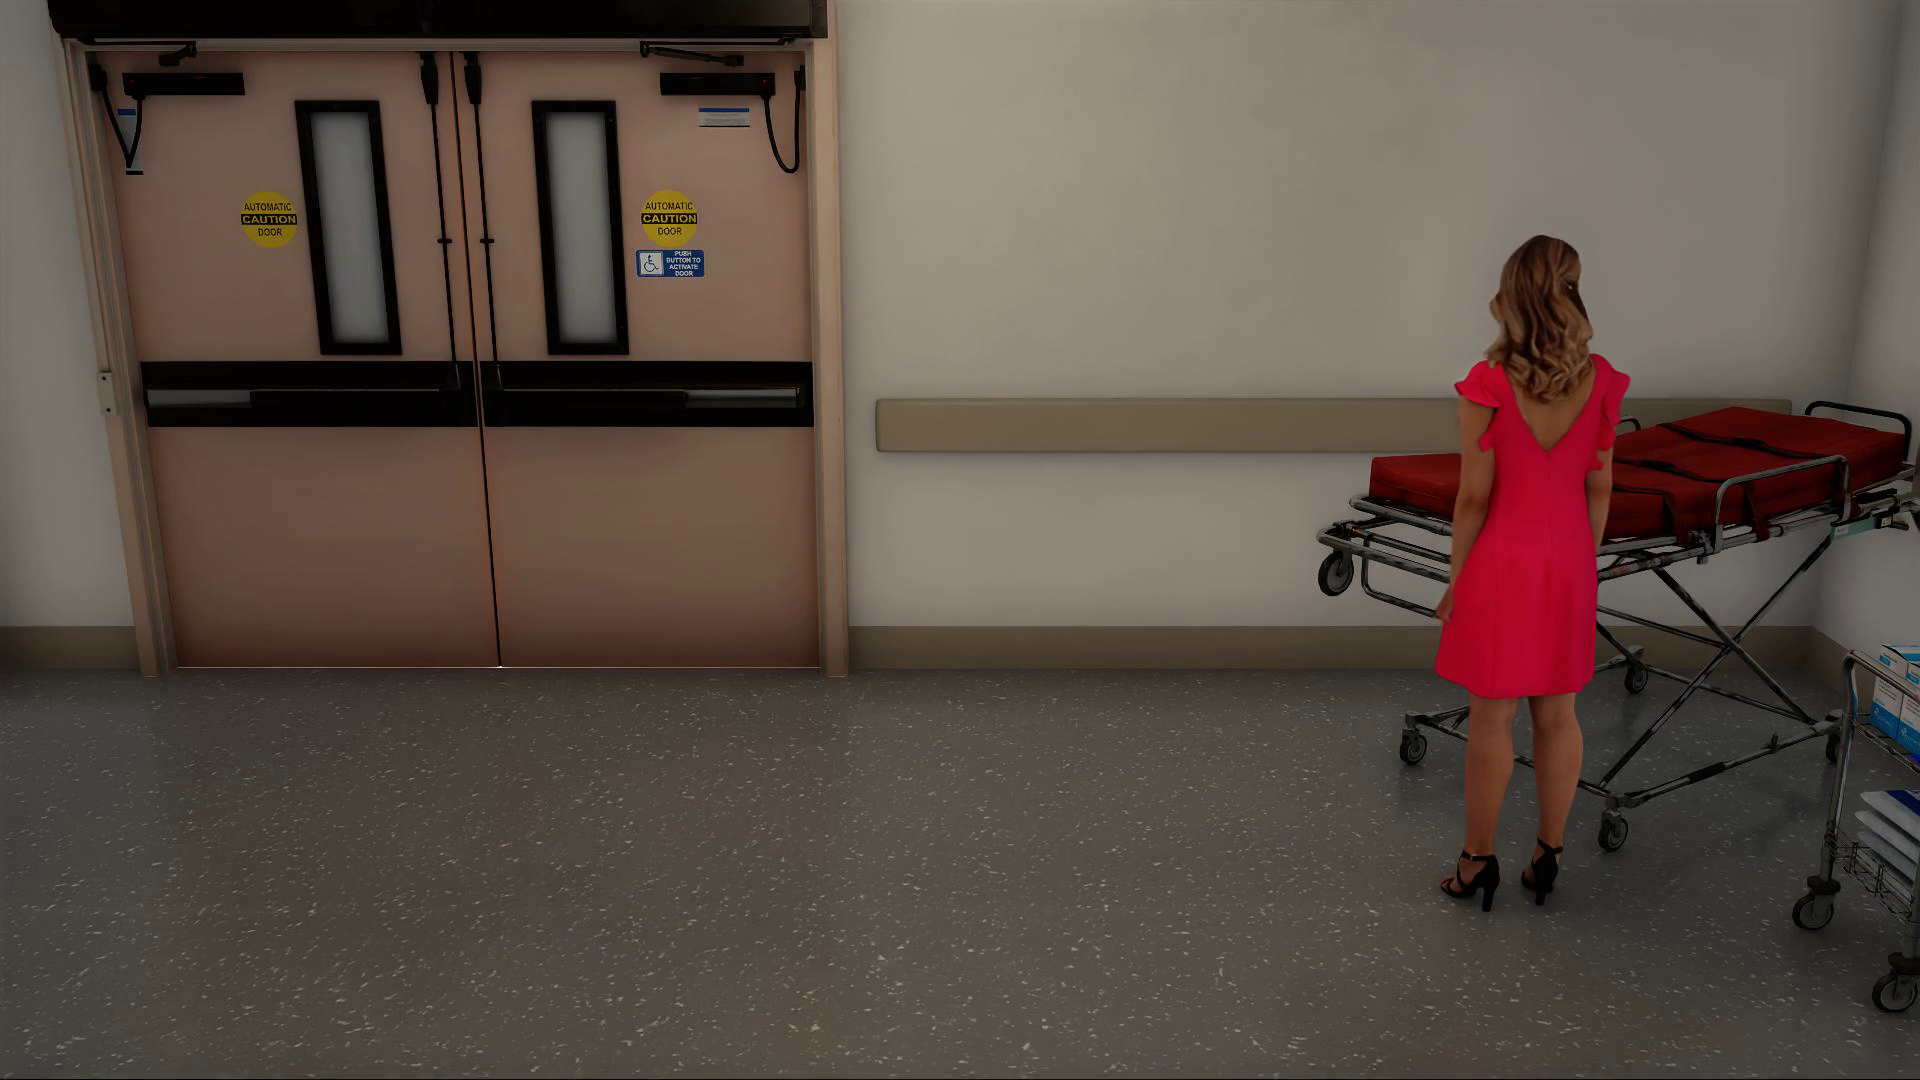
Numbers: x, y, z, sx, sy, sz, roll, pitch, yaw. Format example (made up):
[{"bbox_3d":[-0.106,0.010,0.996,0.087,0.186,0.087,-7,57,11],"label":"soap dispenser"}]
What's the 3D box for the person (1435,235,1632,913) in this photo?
[{"bbox_3d":[1.424,0.101,4.175,0.586,1.726,0.551,-1,16,-4],"label":"person"}]
